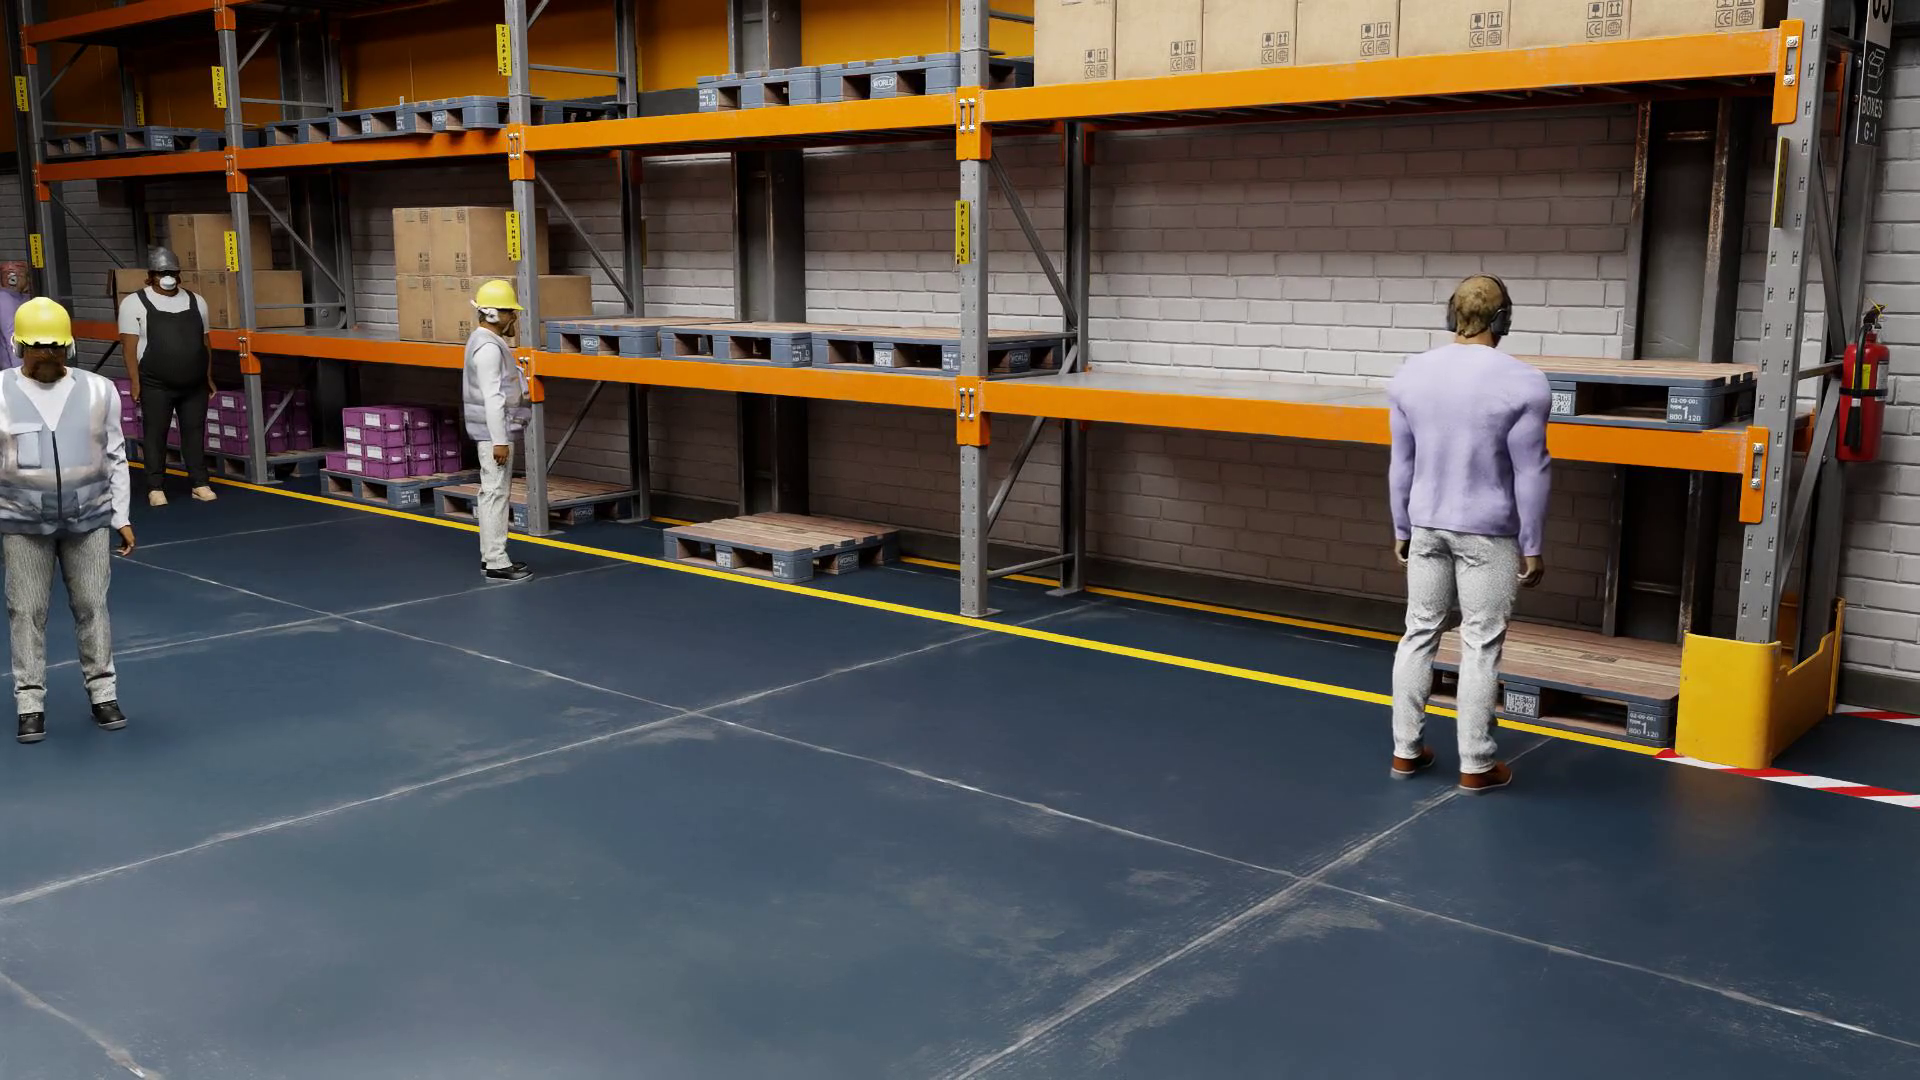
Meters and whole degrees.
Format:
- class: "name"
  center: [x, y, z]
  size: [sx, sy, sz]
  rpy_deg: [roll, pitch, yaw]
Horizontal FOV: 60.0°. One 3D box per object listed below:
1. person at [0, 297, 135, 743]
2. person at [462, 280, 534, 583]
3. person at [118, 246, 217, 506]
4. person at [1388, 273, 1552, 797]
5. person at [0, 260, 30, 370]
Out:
- class: "person"
  center: [-3.744, -0.087, 6.891]
  size: [0.589, 1.825, 0.403]
  rpy_deg: [-7, 12, -35]
- class: "person"
  center: [-2.806, -0.658, 10.128]
  size: [0.404, 1.827, 0.599]
  rpy_deg: [-3, 11, -19]
- class: "person"
  center: [-6.214, -1.296, 13.161]
  size: [0.538, 2.000, 0.689]
  rpy_deg: [10, 14, 44]
- class: "person"
  center: [1.882, -0.020, 6.208]
  size: [0.628, 1.931, 0.358]
  rpy_deg: [9, 14, 43]
- class: "person"
  center: [-8.568, -1.591, 15.210]
  size: [0.410, 1.913, 0.642]
  rpy_deg: [-5, 11, -27]
